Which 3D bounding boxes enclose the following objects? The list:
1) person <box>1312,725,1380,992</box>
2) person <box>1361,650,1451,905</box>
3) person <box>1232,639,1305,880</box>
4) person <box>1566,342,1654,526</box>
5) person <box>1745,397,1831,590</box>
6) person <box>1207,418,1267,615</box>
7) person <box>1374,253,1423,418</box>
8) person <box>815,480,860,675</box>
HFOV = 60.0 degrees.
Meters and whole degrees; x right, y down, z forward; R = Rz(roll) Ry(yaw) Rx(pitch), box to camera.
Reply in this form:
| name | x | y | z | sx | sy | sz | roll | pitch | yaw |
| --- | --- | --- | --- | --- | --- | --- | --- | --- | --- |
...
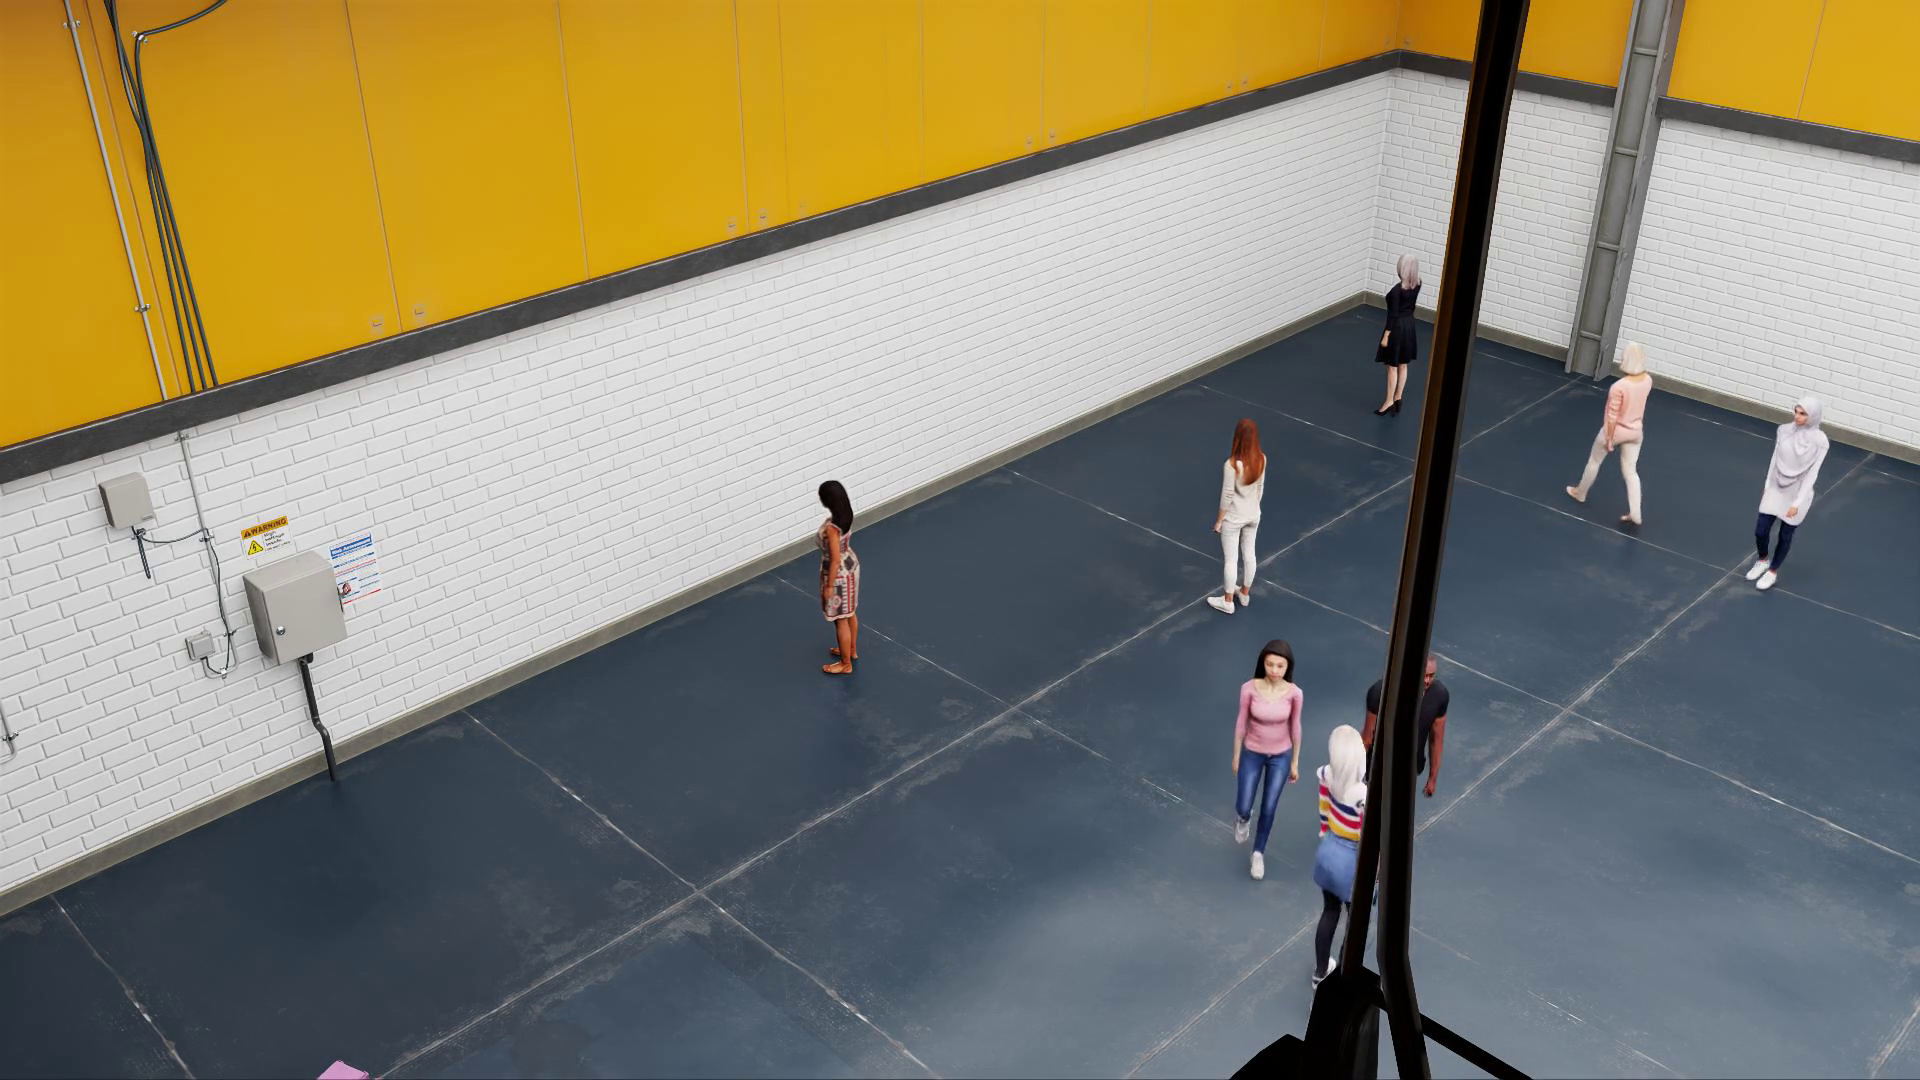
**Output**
| name | x | y | z | sx | sy | sz | roll | pitch | yaw |
| --- | --- | --- | --- | --- | --- | --- | --- | --- | --- |
| person | 2.232 | 1.908 | 9.692 | 0.858 | 1.782 | 0.588 | -9 | 30 | -15 |
| person | 2.748 | 1.393 | 10.625 | 0.898 | 1.793 | 0.958 | -1 | 29 | -3 |
| person | 1.979 | 1.358 | 10.751 | 0.777 | 1.734 | 0.828 | 3 | 29 | 5 |
| person | 6.035 | -0.937 | 15.008 | 0.958 | 1.686 | 1.193 | -9 | 30 | -16 |
| person | 6.996 | -0.396 | 13.937 | 0.703 | 1.762 | 0.591 | -19 | 34 | -31 |
| person | 2.305 | -0.198 | 13.626 | 0.644 | 1.713 | 0.629 | -16 | 32 | -27 |
| person | 4.509 | -2.115 | 17.104 | 0.600 | 1.747 | 0.568 | -23 | 36 | -36 |
| person | -0.927 | 0.271 | 12.840 | 0.726 | 1.642 | 0.725 | 6 | 29 | 11 |
